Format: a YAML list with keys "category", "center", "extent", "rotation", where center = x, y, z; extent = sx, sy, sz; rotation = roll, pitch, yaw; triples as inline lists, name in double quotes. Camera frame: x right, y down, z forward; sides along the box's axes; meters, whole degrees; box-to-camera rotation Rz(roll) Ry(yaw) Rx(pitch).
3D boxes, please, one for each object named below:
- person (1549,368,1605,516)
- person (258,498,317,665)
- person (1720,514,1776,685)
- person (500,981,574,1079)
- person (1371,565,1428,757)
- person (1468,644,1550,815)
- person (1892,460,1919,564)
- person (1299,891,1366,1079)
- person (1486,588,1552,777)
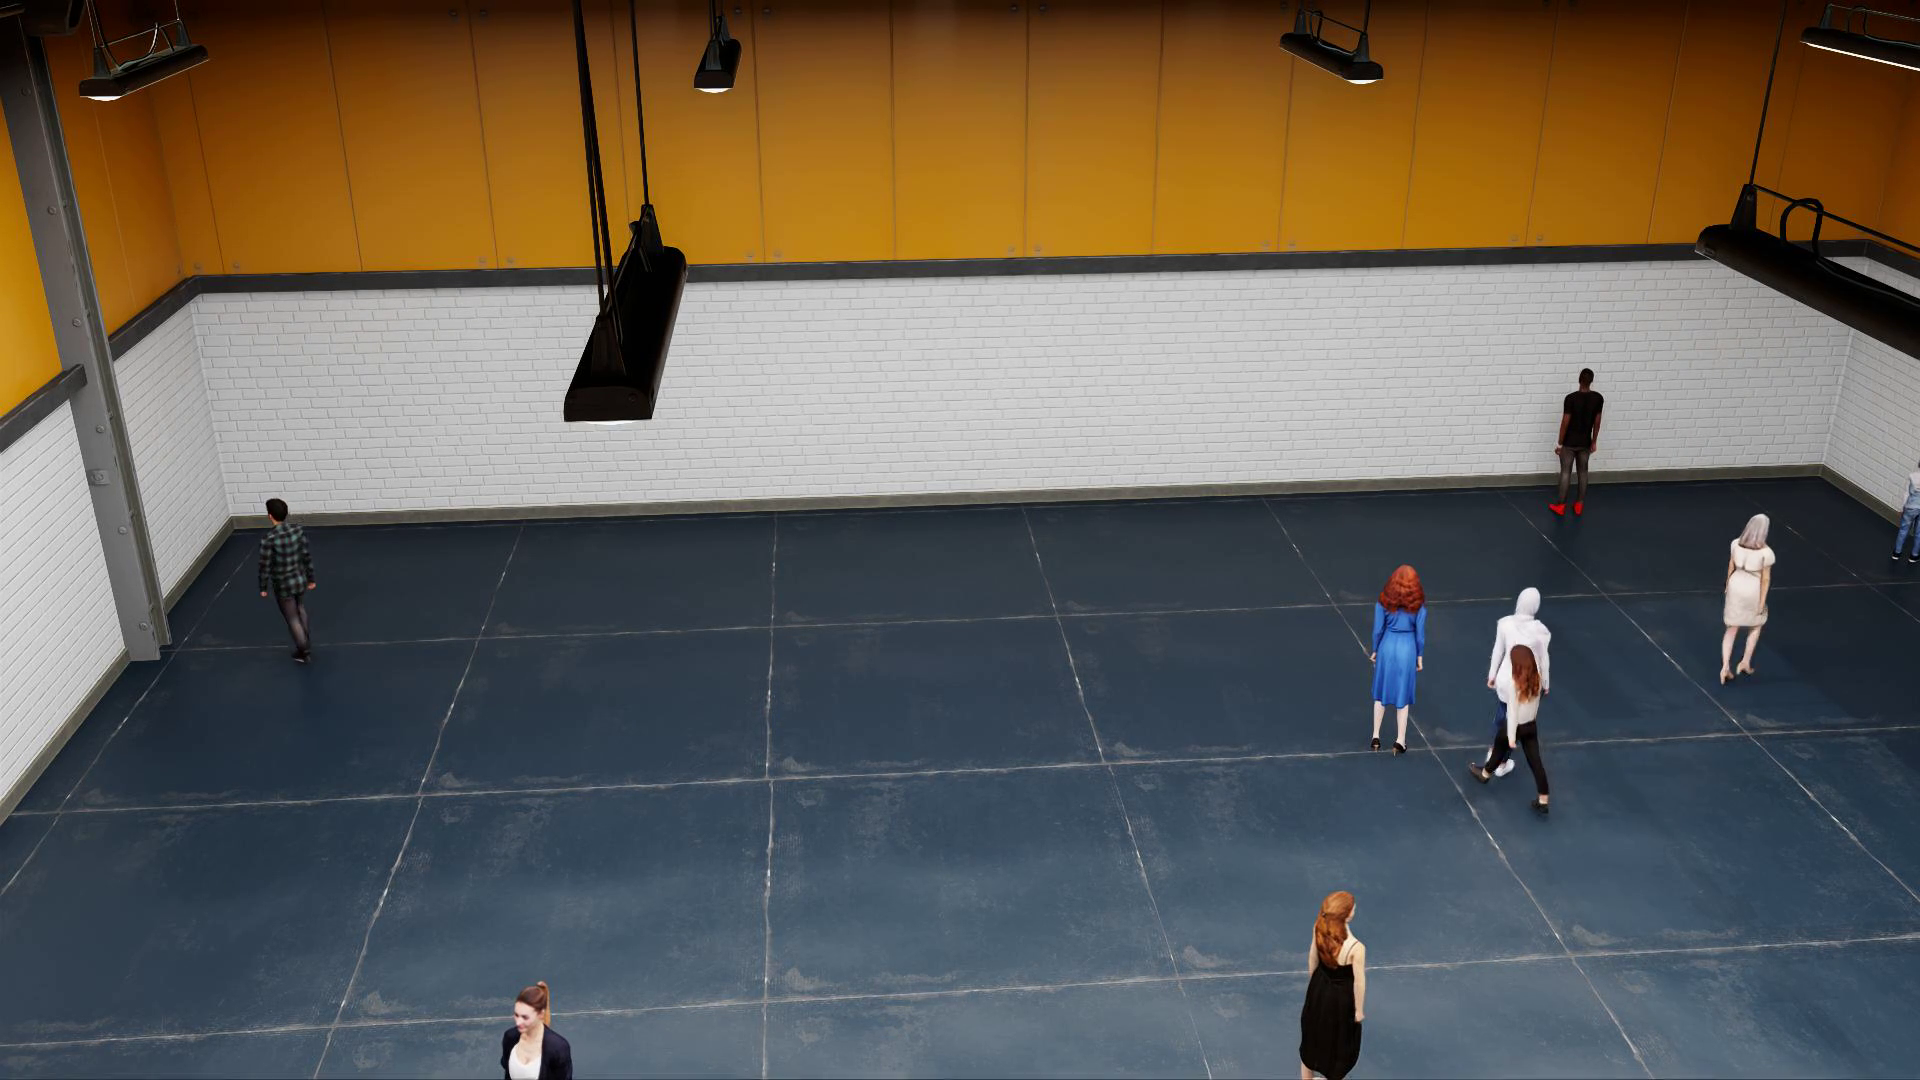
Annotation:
- category: "person"
  center: [7.366, -1.178, 19.853]
  extent: [0.643, 1.804, 0.521]
  rotation: [-1, 24, -3]
- category: "person"
  center: [-6.547, 0.419, 16.303]
  extent: [0.874, 1.702, 0.829]
  rotation: [14, 27, 28]
- category: "person"
  center: [7.453, 0.594, 15.903]
  extent: [0.844, 1.722, 0.786]
  rotation: [-18, 30, -36]
- category: "person"
  center: [-2.437, 3.311, 9.737]
  extent: [0.715, 1.683, 0.715]
  rotation: [9, 25, 20]
- category: "person"
  center: [3.849, 1.068, 14.687]
  extent: [0.712, 1.828, 0.729]
  rotation: [10, 26, 22]
- category: "person"
  center: [4.743, 1.620, 13.923]
  extent: [0.808, 1.428, 1.137]
  rotation: [-10, 25, -21]
- category: "person"
  center: [10.746, -0.367, 18.676]
  extent: [0.570, 1.261, 0.624]
  rotation: [16, 28, 32]
- category: "person"
  center: [2.379, 2.940, 10.659]
  extent: [0.731, 1.625, 0.651]
  rotation: [-18, 29, -35]
- category: "person"
  center: [4.758, 1.266, 14.311]
  extent: [0.697, 1.766, 0.766]
  rotation: [20, 30, 37]
